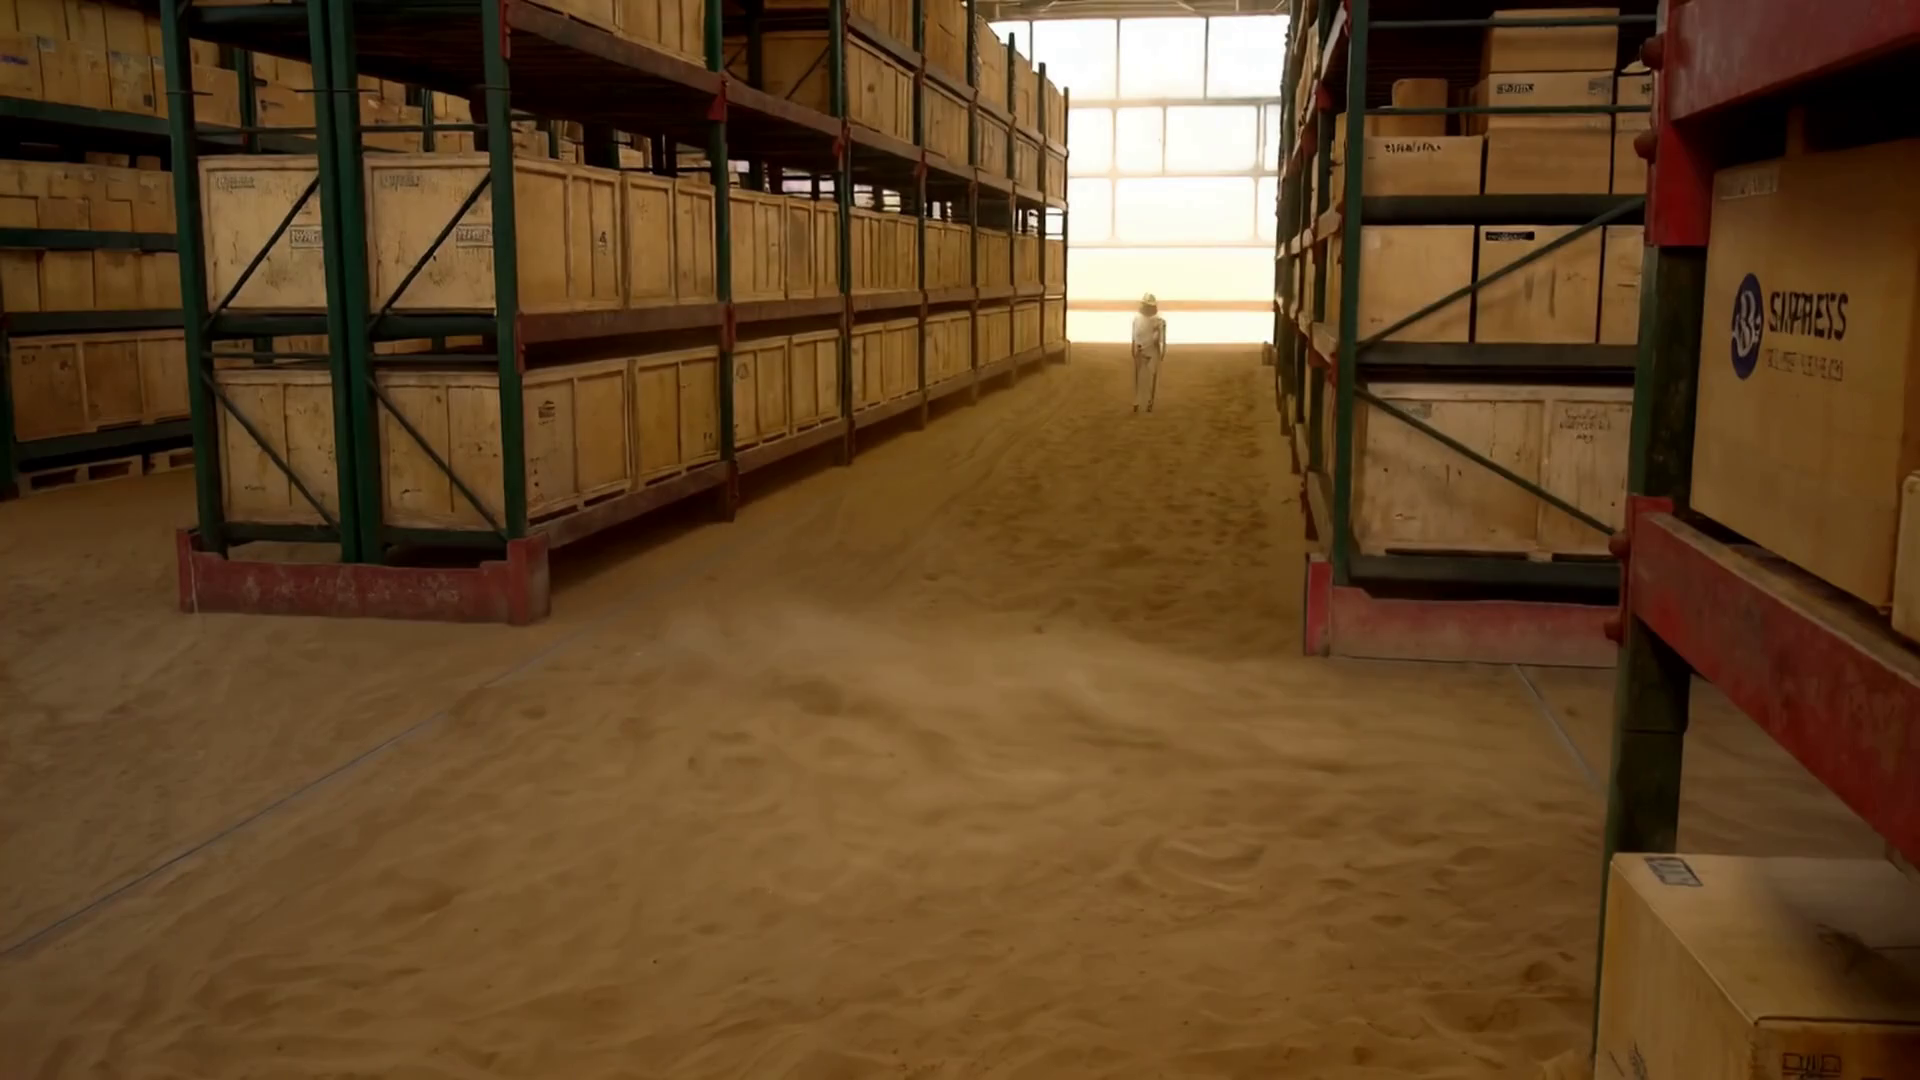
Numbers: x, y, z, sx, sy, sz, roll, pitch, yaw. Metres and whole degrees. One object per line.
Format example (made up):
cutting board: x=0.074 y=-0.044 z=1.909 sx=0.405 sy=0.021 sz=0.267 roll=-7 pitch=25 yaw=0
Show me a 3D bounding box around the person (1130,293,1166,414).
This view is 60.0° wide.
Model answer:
person: x=2.658 y=-2.642 z=23.636 sx=0.510 sy=1.714 sz=0.711 roll=2 pitch=9 yaw=13
